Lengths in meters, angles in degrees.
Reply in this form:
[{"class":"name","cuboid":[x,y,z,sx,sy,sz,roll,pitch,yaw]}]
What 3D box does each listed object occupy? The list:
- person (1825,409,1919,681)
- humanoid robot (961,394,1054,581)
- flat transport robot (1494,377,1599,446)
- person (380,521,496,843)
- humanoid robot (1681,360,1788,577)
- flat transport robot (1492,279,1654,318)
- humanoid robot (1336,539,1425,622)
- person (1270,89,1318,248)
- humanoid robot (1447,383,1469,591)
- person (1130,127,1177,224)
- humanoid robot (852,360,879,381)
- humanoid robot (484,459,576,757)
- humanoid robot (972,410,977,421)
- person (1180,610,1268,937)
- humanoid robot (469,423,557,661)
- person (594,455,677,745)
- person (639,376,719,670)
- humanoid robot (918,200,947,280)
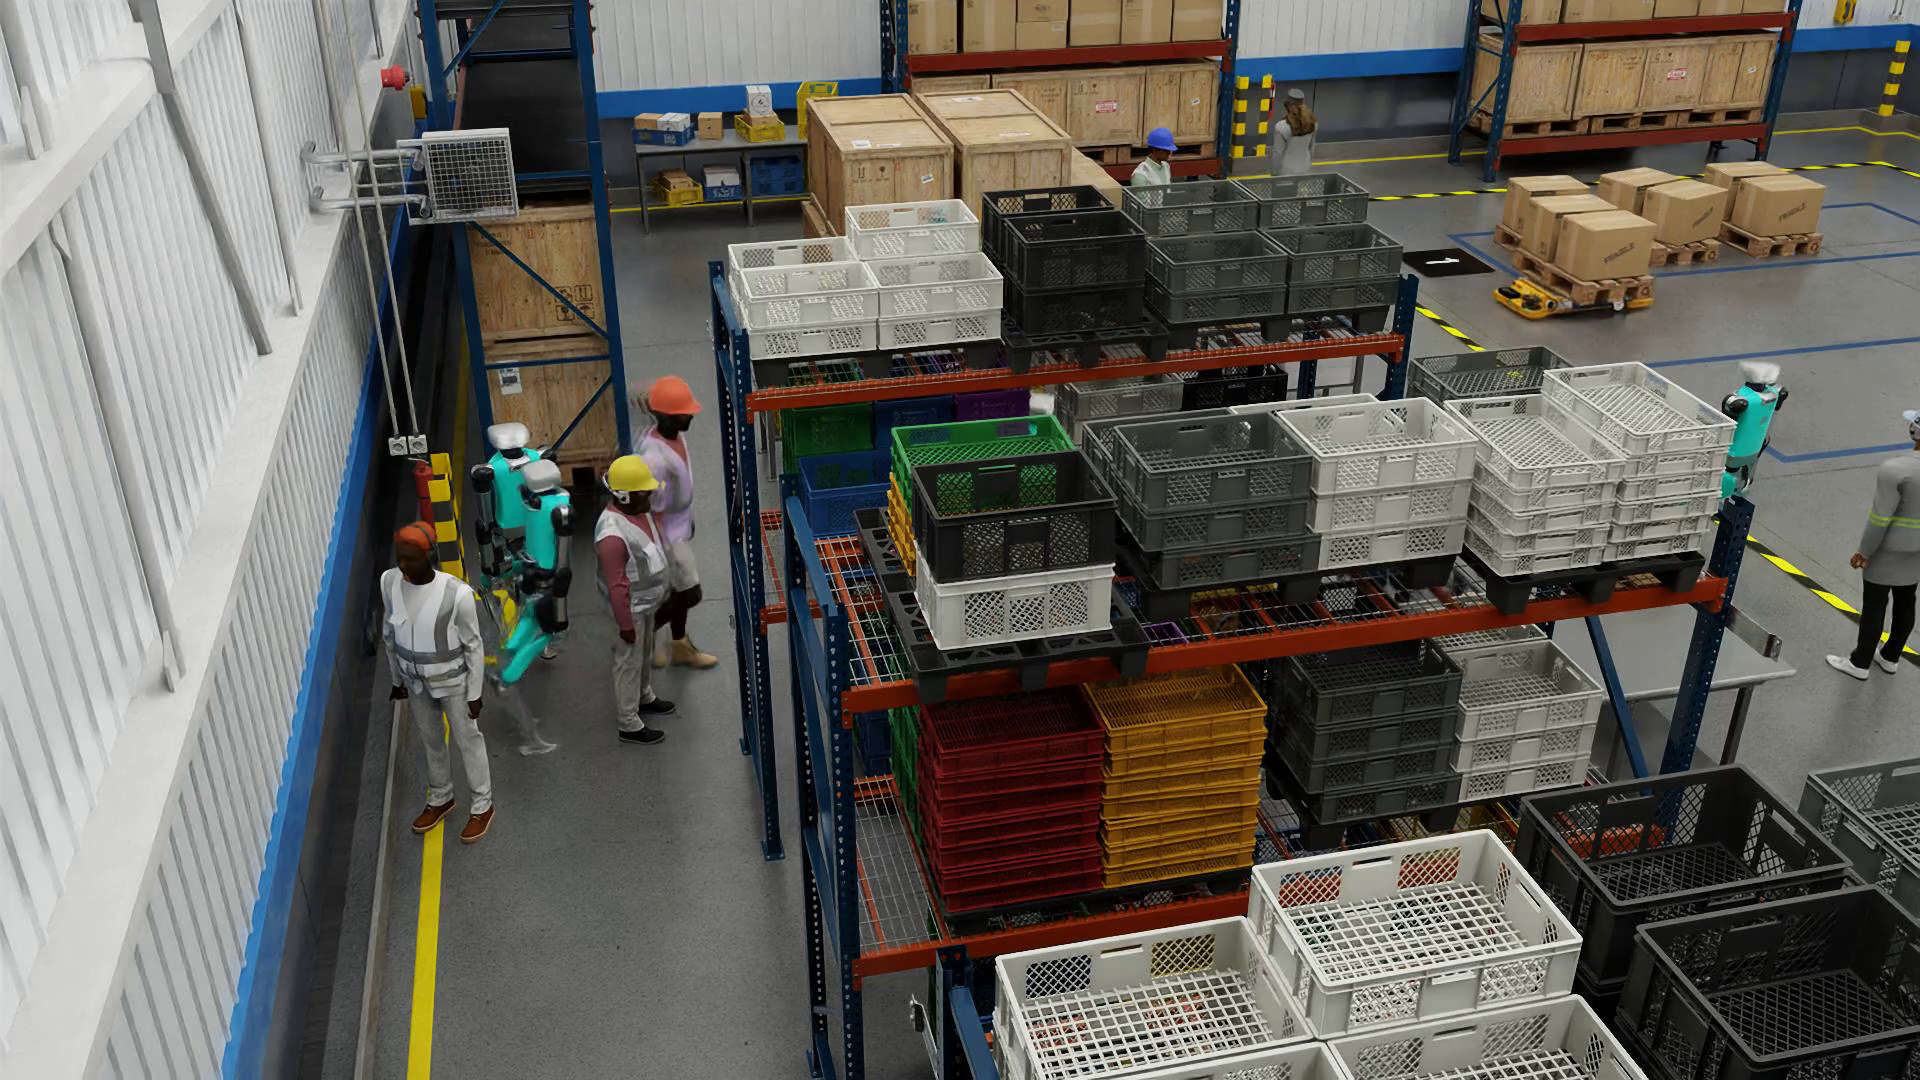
[{"class":"person","cuboid":[5.810,0.012,10.326,0.589,1.852,0.398,-7,29,-12]},{"class":"humanoid robot","cuboid":[0.251,-0.116,10.687,0.753,1.771,0.530,6,28,11]},{"class":"flat transport robot","cuboid":[4.780,-1.036,14.013,0.659,0.231,1.431,-6,28,-12]},{"class":"person","cuboid":[-2.794,0.759,8.874,0.573,1.884,0.356,9,29,16]},{"class":"humanoid robot","cuboid":[5.035,-0.489,11.256,0.533,1.677,0.735,-15,31,-26]},{"class":"flat transport robot","cuboid":[6.179,-2.493,16.746,1.431,0.197,0.652,-7,29,-13]},{"class":"humanoid robot","cuboid":[2.681,0.092,10.413,0.612,1.623,0.769,-4,28,-7]},{"class":"person","cuboid":[3.586,-3.986,17.997,0.564,1.769,0.394,-15,31,-26]},{"class":"humanoid robot","cuboid":[3.390,-0.454,11.398,0.411,1.652,0.596,-12,30,-22]},{"class":"person","cuboid":[1.832,-2.985,15.923,0.412,1.939,0.602,18,33,30]},{"class":"humanoid robot","cuboid":[-0.713,-0.502,11.492,0.381,1.643,0.603,-2,28,-4]},{"class":"humanoid robot","cuboid":[-2.565,0.440,9.630,0.789,1.782,0.531,-19,33,-32]},{"class":"humanoid robot","cuboid":[-0.016,-0.161,10.860,0.386,1.639,0.599,0,28,-1]},{"class":"person","cuboid":[1.255,1.169,8.156,0.616,1.836,0.432,-19,33,-32]},{"class":"humanoid robot","cuboid":[-2.817,-0.010,10.349,0.533,1.675,0.735,-20,34,-34]},{"class":"person","cuboid":[-1.898,0.339,9.740,0.405,1.823,0.589,2,28,4]},{"class":"person","cuboid":[-1.793,-0.069,10.291,0.523,2.025,0.615,1,28,2]},{"class":"humanoid robot","cuboid":[0.100,-2.066,14.449,0.927,1.815,0.562,-3,28,-5]}]
